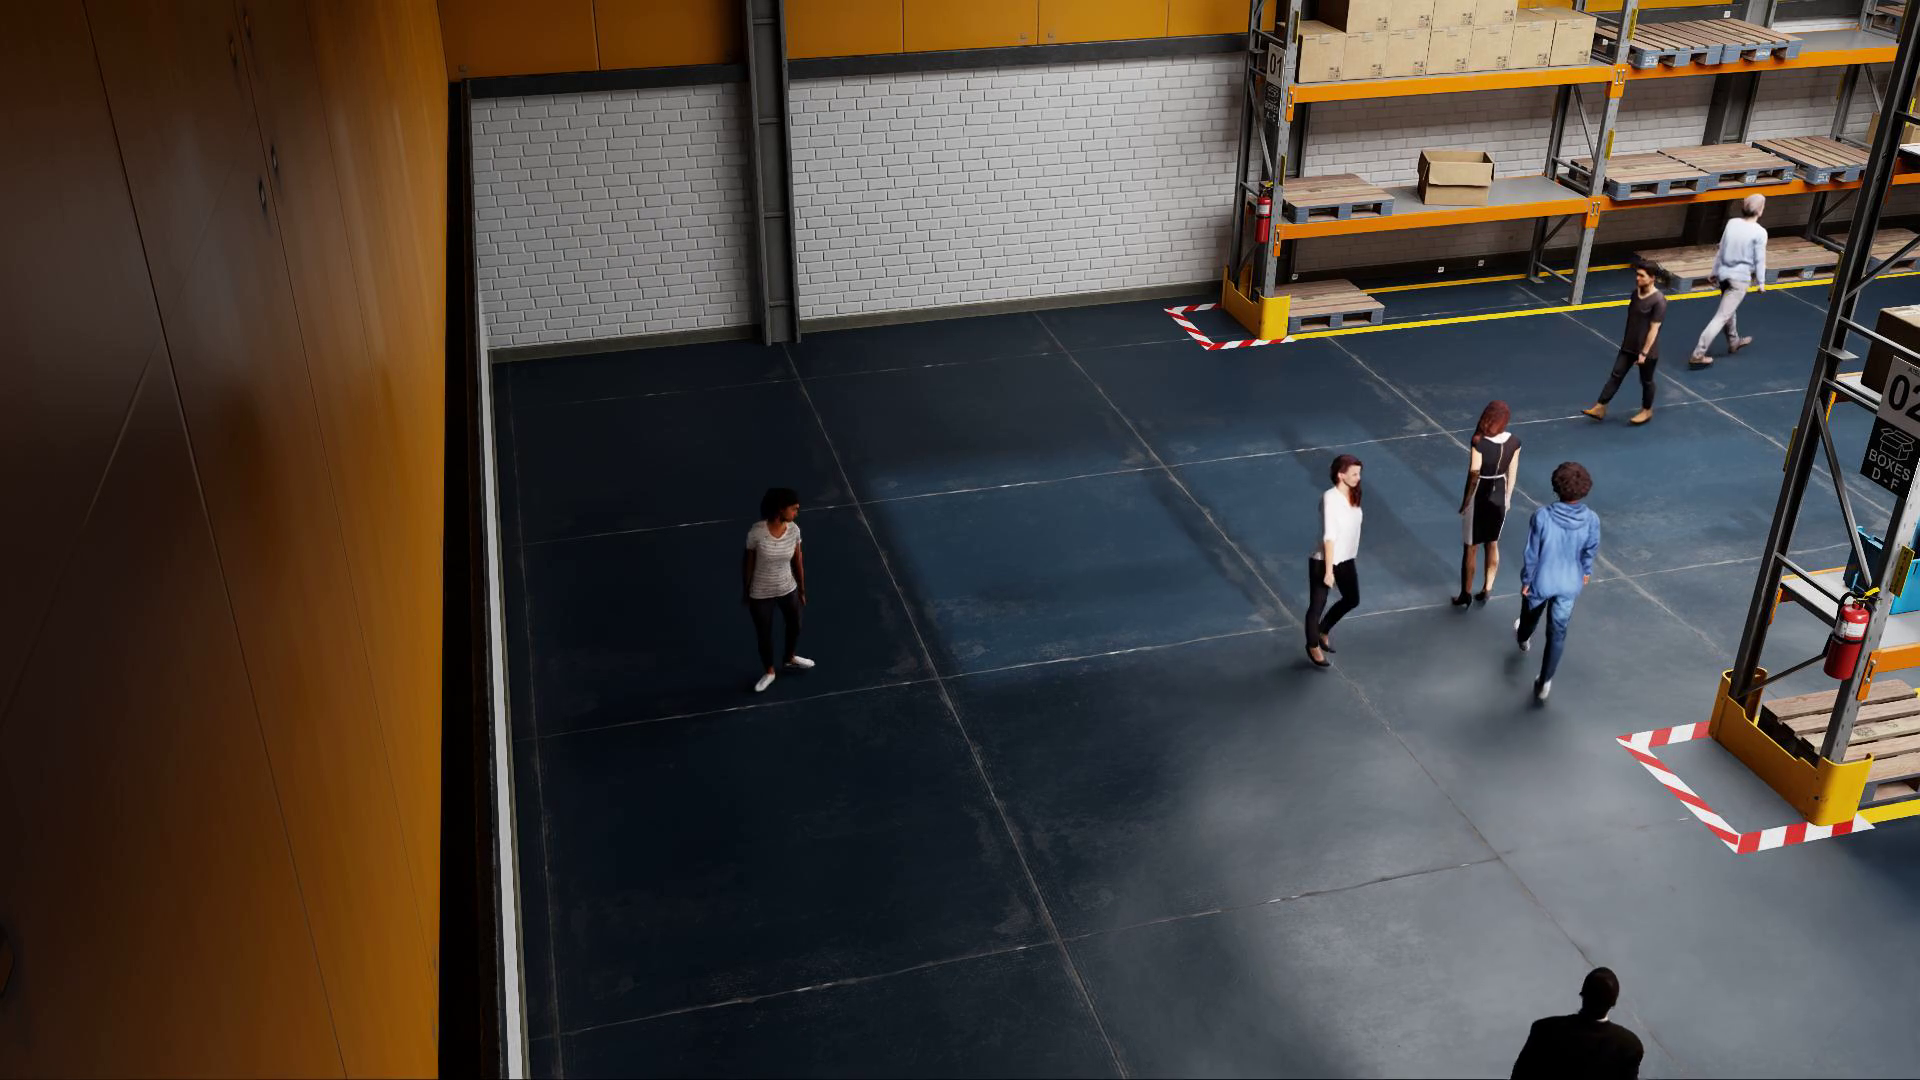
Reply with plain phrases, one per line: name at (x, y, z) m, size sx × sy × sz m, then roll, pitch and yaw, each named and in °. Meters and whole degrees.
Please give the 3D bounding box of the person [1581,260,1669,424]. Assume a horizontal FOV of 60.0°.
person at (6.782, -1.926, 16.395) m, size 1.038 × 1.675 × 0.730 m, roll -12°, pitch 31°, yaw -21°

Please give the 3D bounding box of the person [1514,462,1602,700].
person at (4.353, 0.331, 12.163) m, size 1.188 × 1.767 × 1.101 m, roll 6°, pitch 29°, yaw 12°

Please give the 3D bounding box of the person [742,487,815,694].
person at (-1.420, 0.375, 12.243) m, size 0.545 × 1.611 × 0.779 m, roll -4°, pitch 29°, yaw -7°

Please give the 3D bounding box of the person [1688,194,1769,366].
person at (8.153, -2.714, 17.665) m, size 1.267 × 1.843 × 0.823 m, roll -12°, pitch 31°, yaw -21°

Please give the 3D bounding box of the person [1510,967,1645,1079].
person at (2.811, 2.768, 7.673) m, size 0.716 × 1.787 × 0.839 m, roll 3°, pitch 29°, yaw 5°

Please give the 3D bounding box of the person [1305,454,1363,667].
person at (2.710, 0.142, 12.490) m, size 0.666 × 1.784 × 0.772 m, roll -24°, pitch 36°, yaw -36°

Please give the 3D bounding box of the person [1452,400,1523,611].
person at (4.180, -0.271, 13.235) m, size 0.439 × 1.796 × 0.651 m, roll -6°, pitch 29°, yaw -11°
